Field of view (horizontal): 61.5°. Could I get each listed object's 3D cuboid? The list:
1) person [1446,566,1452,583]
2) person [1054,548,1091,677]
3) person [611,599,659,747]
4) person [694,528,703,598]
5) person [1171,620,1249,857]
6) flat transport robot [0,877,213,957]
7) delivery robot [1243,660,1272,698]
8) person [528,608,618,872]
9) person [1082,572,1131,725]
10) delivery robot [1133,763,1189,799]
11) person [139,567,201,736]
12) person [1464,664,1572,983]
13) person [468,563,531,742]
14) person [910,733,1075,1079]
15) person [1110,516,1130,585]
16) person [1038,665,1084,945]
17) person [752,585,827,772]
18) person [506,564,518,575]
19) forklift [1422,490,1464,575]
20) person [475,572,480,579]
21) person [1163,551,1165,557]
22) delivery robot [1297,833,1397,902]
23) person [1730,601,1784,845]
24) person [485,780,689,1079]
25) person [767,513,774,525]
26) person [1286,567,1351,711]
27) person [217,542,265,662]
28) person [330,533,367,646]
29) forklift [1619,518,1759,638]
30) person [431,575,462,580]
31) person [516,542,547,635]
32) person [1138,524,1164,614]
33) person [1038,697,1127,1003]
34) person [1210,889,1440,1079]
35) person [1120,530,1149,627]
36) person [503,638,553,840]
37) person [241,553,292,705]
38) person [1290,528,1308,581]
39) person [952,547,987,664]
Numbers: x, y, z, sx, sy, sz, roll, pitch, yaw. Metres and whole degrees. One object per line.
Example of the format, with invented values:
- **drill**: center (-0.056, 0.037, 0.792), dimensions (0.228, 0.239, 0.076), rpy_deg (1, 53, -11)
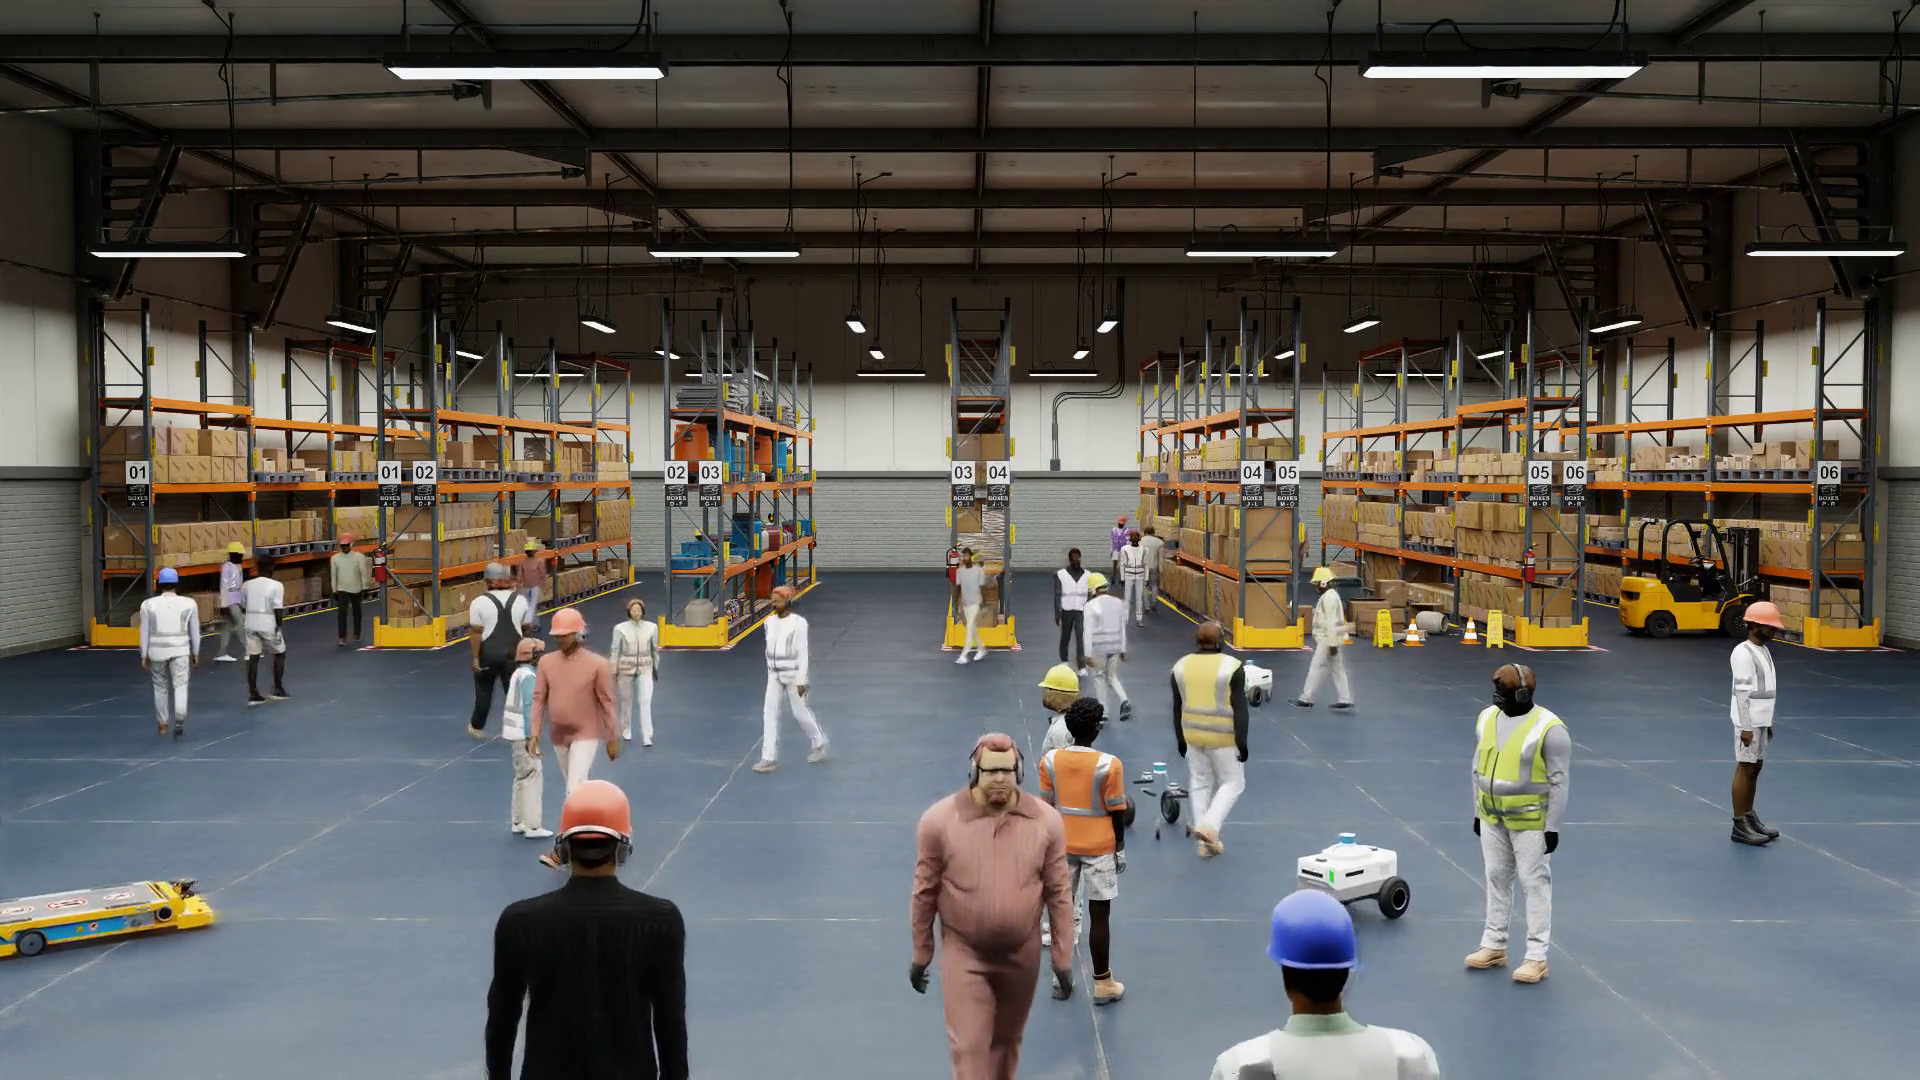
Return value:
- **person**: center (11.893, 0.544, 39.731), dimensions (0.498, 1.633, 0.279), rpy_deg (0, 2, -4)
- **person**: center (1.678, 1.051, 23.994), dimensions (0.599, 1.876, 1.007), rpy_deg (0, 2, -11)
- **person**: center (-3.575, 1.438, 17.748), dimensions (0.540, 1.593, 0.872), rpy_deg (-1, 2, -19)
- **person**: center (-6.007, 0.585, 37.344), dimensions (0.529, 1.753, 0.582), rpy_deg (0, 2, 2)
- **person**: center (1.921, 1.532, 12.413), dimensions (0.656, 1.828, 0.468), rpy_deg (2, 3, 38)
- **flat transport robot**: center (-5.618, 2.405, 10.325), dimensions (1.431, 0.197, 0.652), rpy_deg (-2, 3, -37)
- **delivery robot**: center (3.743, 1.799, 20.881), dimensions (0.477, 0.478, 0.707), rpy_deg (2, 3, 38)
- **person**: center (-2.950, 1.487, 12.175), dimensions (0.598, 1.934, 0.999), rpy_deg (1, 2, 20)
- **person**: center (1.710, 1.281, 19.029), dimensions (0.593, 1.806, 0.558), rpy_deg (-2, 3, -36)
- **delivery robot**: center (1.660, 1.968, 13.411), dimensions (0.335, 0.223, 0.698), rpy_deg (-1, 2, -18)
- **person**: center (-8.889, 1.264, 18.172), dimensions (0.622, 1.925, 0.809), rpy_deg (-1, 3, -25)
- **person**: center (3.269, 1.644, 9.506), dimensions (0.430, 1.841, 0.624), rpy_deg (-1, 3, -33)
- **person**: center (-5.121, 1.232, 17.898), dimensions (0.699, 2.000, 1.010), rpy_deg (-2, 3, -38)
- **person**: center (0.154, 1.744, 6.748), dimensions (0.682, 1.855, 0.988), rpy_deg (0, 2, -10)
- **person**: center (4.350, 0.271, 43.784), dimensions (0.558, 1.877, 0.978), rpy_deg (1, 2, 17)
- **person**: center (0.635, 1.662, 10.220), dimensions (0.290, 1.746, 0.487), rpy_deg (0, 2, 12)
- **person**: center (-1.704, 1.371, 16.302), dimensions (0.597, 1.853, 0.927), rpy_deg (2, 3, 37)
- **person**: center (-11.139, 0.573, 39.594), dimensions (0.511, 1.575, 0.859), rpy_deg (0, 2, 2)
- **forklift**: center (13.926, -0.371, 47.846), dimensions (1.873, 2.768, 1.129), rpy_deg (0, 2, 0)
- **person**: center (-11.831, 0.504, 39.962), dimensions (0.530, 1.696, 0.322), rpy_deg (0, 2, -3)
- **person**: center (5.465, 0.170, 44.822), dimensions (1.032, 1.994, 0.623), rpy_deg (-1, 2, -18)
- **delivery robot**: center (2.579, 2.201, 10.764), dimensions (0.707, 0.478, 0.477), rpy_deg (-2, 3, -37)
- **person**: center (6.425, 1.458, 13.016), dimensions (0.366, 1.935, 0.543), rpy_deg (2, 3, 42)
- **person**: center (-1.225, 1.753, 5.291), dimensions (0.630, 1.946, 0.973), rpy_deg (-1, 2, -14)
- **person**: center (-5.540, 0.131, 47.367), dimensions (0.317, 1.860, 0.508), rpy_deg (-1, 2, -15)
- **person**: center (4.491, 1.243, 20.160), dimensions (0.876, 1.789, 0.612), rpy_deg (1, 2, 20)
- **person**: center (-11.318, 0.980, 25.438), dimensions (0.857, 1.893, 0.620), rpy_deg (0, 2, -8)
- **person**: center (-10.679, 0.847, 28.248), dimensions (0.621, 1.957, 0.993), rpy_deg (-1, 2, -12)
- **forklift**: center (13.417, 0.684, 29.791), dimensions (2.313, 2.155, 1.214), rpy_deg (0, 2, 0)
- **person**: center (-10.600, 0.734, 33.322), dimensions (0.601, 1.783, 0.980), rpy_deg (0, 2, 1)
- **person**: center (-7.978, 0.887, 30.044), dimensions (0.538, 1.721, 0.930), rpy_deg (0, 2, 11)
- **person**: center (4.022, 0.616, 34.598), dimensions (0.634, 1.909, 0.867), rpy_deg (0, 2, -2)
- **person**: center (0.698, 1.731, 9.091), dimensions (0.538, 1.696, 0.317), rpy_deg (1, 3, 29)
- **person**: center (0.909, 1.831, 4.094), dimensions (0.616, 1.887, 1.007), rpy_deg (0, 2, -1)
- **person**: center (3.410, 0.748, 31.513), dimensions (0.575, 1.883, 0.362), rpy_deg (0, 2, 1)
- **person**: center (-3.534, 1.606, 13.144), dimensions (0.359, 1.617, 0.547), rpy_deg (-1, 3, -25)
- **person**: center (-8.976, 1.139, 20.906), dimensions (0.629, 1.938, 0.708), rpy_deg (0, 2, 8)
- **person**: center (8.926, 0.297, 42.983), dimensions (0.648, 1.878, 0.847), rpy_deg (0, 2, 1)
- **person**: center (0.177, 1.018, 25.556), dimensions (0.534, 1.827, 0.972), rpy_deg (1, 3, 33)
